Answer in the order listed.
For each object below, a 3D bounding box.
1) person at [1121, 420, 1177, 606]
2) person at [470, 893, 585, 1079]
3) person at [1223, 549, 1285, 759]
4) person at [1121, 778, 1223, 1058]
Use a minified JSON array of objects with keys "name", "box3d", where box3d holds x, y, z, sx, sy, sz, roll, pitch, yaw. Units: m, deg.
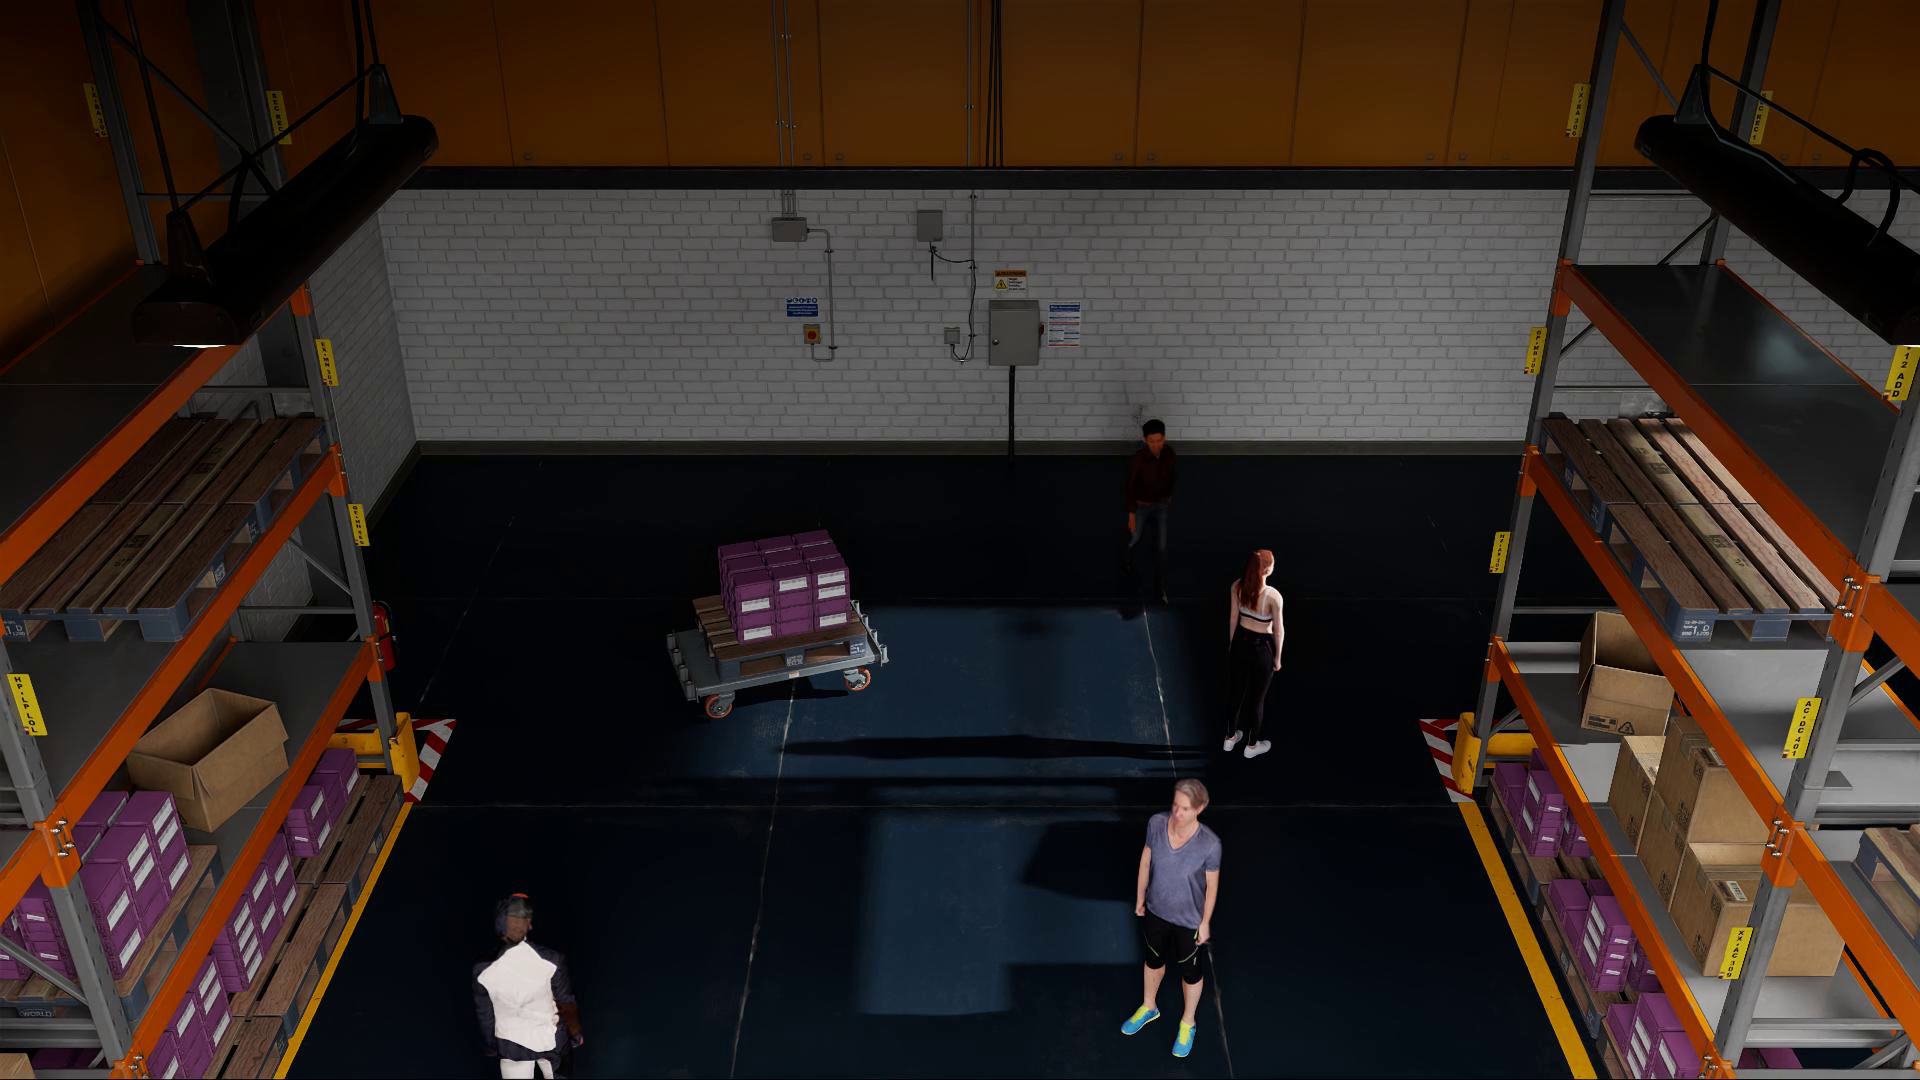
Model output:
[{"name":"person","box3d":[1.618,-0.317,14.634,0.940,1.715,1.202,-13,31,-22]},{"name":"person","box3d":[-2.305,2.681,8.952,0.723,1.893,0.646,-5,29,-9]},{"name":"person","box3d":[2.190,0.841,12.484,0.661,1.742,0.698,21,35,33]},{"name":"person","box3d":[1.278,2.199,9.839,0.749,1.890,0.769,17,33,28]}]
